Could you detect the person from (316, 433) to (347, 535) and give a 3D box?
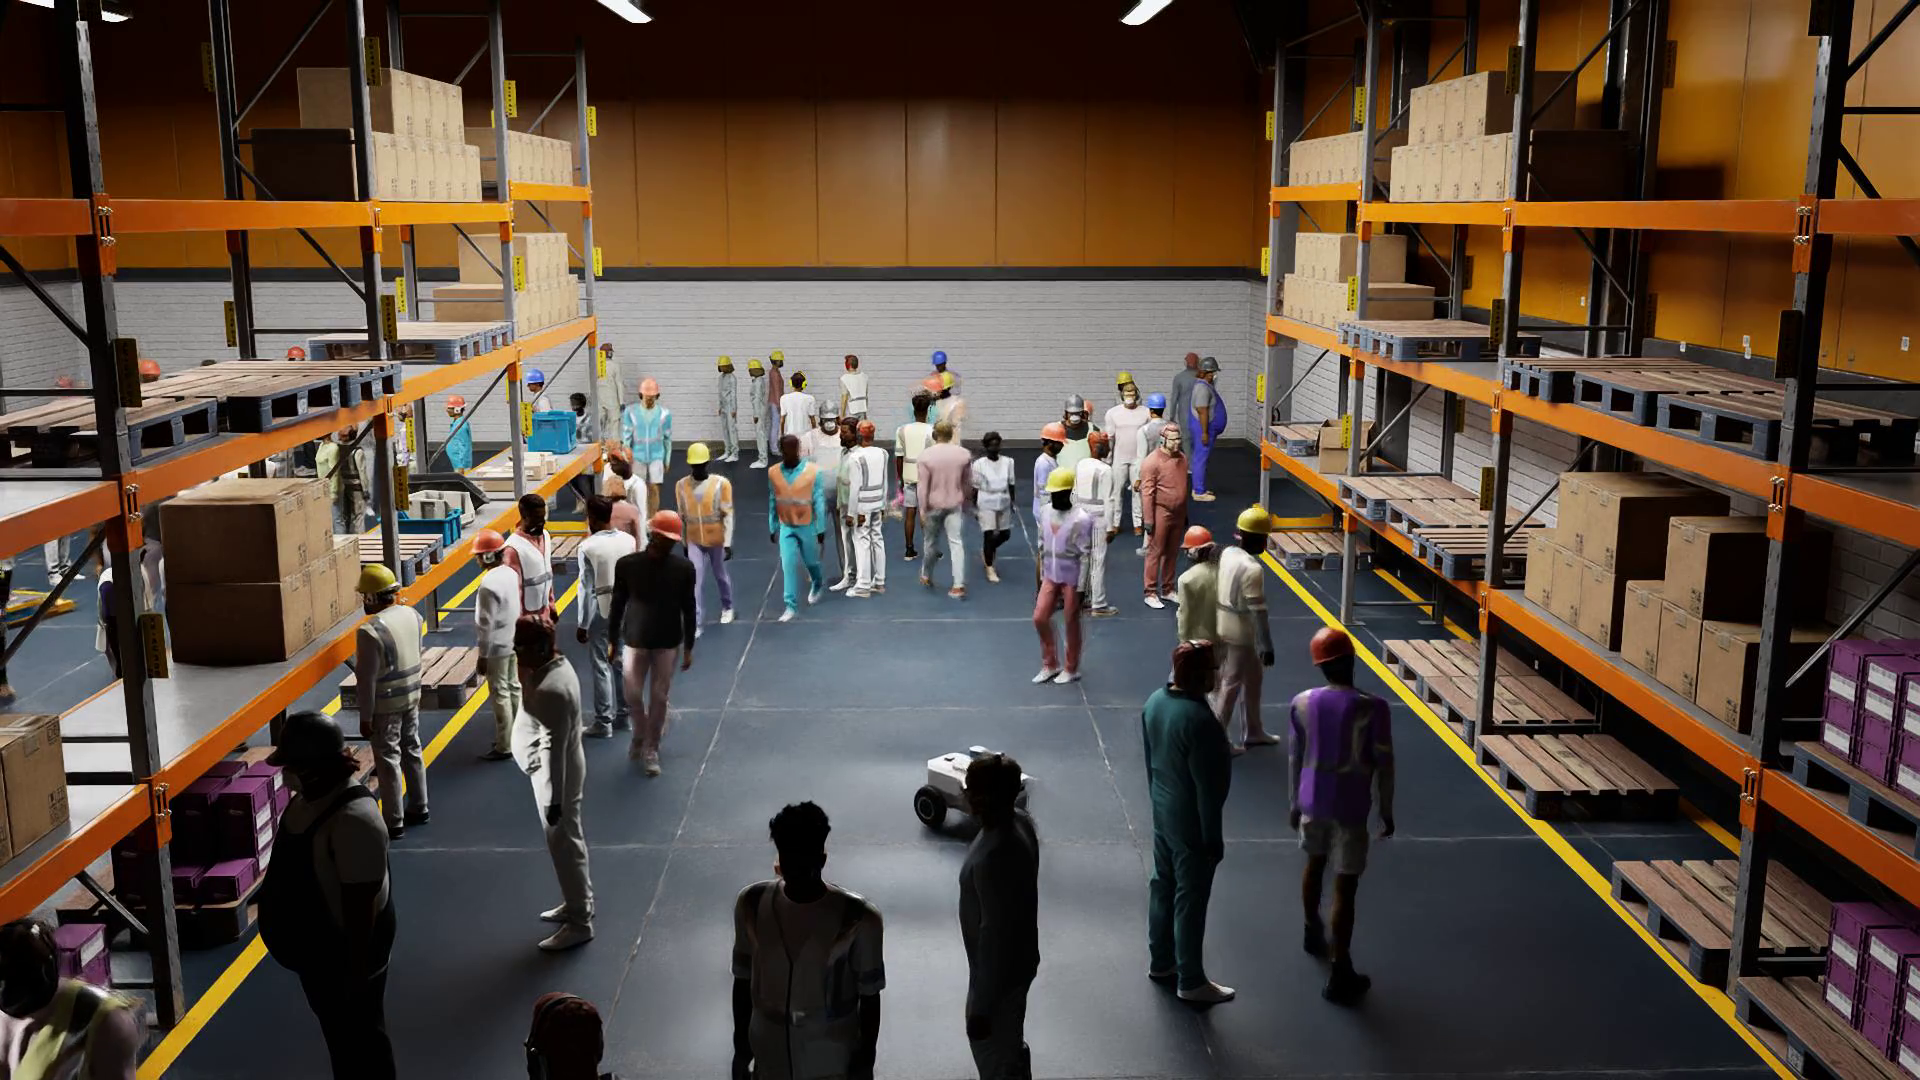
[{"bbox_3d":[-7.278,-0.564,19.184,0.335,1.760,0.523,-8,14,-34],"label":"person"}]

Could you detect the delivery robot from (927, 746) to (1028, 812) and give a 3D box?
[{"bbox_3d":[0.115,1.614,11.044,0.707,0.478,0.477,11,16,44],"label":"delivery robot"}]

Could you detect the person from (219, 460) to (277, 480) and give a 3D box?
[{"bbox_3d":[-7.248,-0.175,17.035,0.560,1.836,0.394,-8,14,-36],"label":"person"}]

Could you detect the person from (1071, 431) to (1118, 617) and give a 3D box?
[{"bbox_3d":[1.363,-0.168,16.876,0.354,1.881,0.576,-8,14,-34],"label":"person"}]

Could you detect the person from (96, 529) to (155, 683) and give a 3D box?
[{"bbox_3d":[-6.051,0.809,12.104,0.392,1.836,0.561,-1,11,-4],"label":"person"}]

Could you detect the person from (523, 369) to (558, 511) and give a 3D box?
[{"bbox_3d":[-5.717,-1.364,22.713,0.402,1.943,0.608,-5,12,-22],"label":"person"}]

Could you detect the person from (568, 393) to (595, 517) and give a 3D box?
[{"bbox_3d":[-5.042,-1.134,22.215,0.549,1.675,0.438,6,13,29],"label":"person"}]

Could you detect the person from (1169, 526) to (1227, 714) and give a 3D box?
[{"bbox_3d":[1.844,0.755,12.663,0.571,1.721,0.490,-9,14,-38],"label":"person"}]

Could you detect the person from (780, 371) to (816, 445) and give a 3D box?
[{"bbox_3d":[-2.242,-1.407,23.120,0.535,1.868,0.309,1,11,5],"label":"person"}]

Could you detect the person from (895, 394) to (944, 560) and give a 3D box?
[{"bbox_3d":[-0.452,-0.722,19.434,0.613,1.965,0.361,5,12,22],"label":"person"}]

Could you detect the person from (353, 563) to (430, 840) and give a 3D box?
[{"bbox_3d":[-3.748,1.051,10.917,0.403,1.824,0.596,3,12,16],"label":"person"}]

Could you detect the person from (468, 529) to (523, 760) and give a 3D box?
[{"bbox_3d":[-3.484,0.781,12.465,0.347,1.744,0.602,1,11,6],"label":"person"}]

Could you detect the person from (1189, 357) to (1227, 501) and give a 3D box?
[{"bbox_3d":[3.514,-1.584,23.576,0.535,2.000,0.685,1,11,6],"label":"person"}]

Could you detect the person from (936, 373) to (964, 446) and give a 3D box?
[{"bbox_3d":[-0.196,-1.360,22.830,0.618,1.891,0.439,9,15,39],"label":"person"}]

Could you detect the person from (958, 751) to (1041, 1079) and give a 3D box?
[{"bbox_3d":[0.148,1.801,6.863,0.360,1.938,0.635,2,11,8],"label":"person"}]

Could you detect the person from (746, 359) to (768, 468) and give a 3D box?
[{"bbox_3d":[-3.242,-2.024,26.553,0.321,1.737,0.484,-1,11,-3],"label":"person"}]

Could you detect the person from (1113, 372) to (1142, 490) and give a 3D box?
[{"bbox_3d":[2.445,-1.616,24.518,0.494,1.730,0.324,11,15,43],"label":"person"}]

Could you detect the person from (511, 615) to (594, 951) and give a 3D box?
[{"bbox_3d":[-2.296,1.336,9.328,0.409,1.895,0.659,-3,12,-13],"label":"person"}]

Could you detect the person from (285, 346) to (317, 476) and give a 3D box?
[{"bbox_3d":[-10.203,-2.001,25.781,0.376,1.995,0.609,-6,13,-26],"label":"person"}]

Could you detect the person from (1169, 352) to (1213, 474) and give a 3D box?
[{"bbox_3d":[3.564,-1.987,25.965,0.673,1.887,0.656,-3,12,-14],"label":"person"}]

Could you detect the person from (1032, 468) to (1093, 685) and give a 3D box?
[{"bbox_3d":[0.842,0.330,14.302,0.616,1.905,0.610,10,15,40],"label":"person"}]

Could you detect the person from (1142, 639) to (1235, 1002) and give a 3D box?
[{"bbox_3d":[1.211,1.449,8.701,0.405,1.911,0.636,-4,12,-21],"label":"person"}]

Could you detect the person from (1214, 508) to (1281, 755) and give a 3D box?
[{"bbox_3d":[2.215,0.693,12.496,0.769,1.898,0.614,-2,12,-12],"label":"person"}]

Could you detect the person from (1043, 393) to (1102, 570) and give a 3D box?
[{"bbox_3d":[1.300,-0.653,18.905,0.682,2.000,0.536,-1,11,-5],"label":"person"}]

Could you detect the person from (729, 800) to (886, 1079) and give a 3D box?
[{"bbox_3d":[-0.582,1.912,6.233,0.604,1.964,0.367,3,12,13],"label":"person"}]

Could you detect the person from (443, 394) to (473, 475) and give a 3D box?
[{"bbox_3d":[-6.426,-0.995,21.344,0.330,1.751,0.564,-5,12,-22],"label":"person"}]

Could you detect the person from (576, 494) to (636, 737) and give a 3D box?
[{"bbox_3d":[-2.754,0.590,13.015,0.401,1.909,0.599,6,13,29],"label":"person"}]

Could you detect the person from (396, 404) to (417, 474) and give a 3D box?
[{"bbox_3d":[-7.043,-0.928,21.293,0.307,1.641,0.514,-1,11,-6],"label":"person"}]

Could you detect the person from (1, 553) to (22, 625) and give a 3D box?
[{"bbox_3d":[-9.548,0.023,16.435,0.534,1.685,0.387,4,12,18],"label":"person"}]

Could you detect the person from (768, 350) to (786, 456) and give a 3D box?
[{"bbox_3d":[-3.046,-2.282,27.768,0.305,1.767,0.533,-2,12,-12],"label":"person"}]

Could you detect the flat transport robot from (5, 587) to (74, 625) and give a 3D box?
[{"bbox_3d":[-9.598,0.721,16.472,0.652,0.197,1.431,3,12,15],"label":"flat transport robot"}]
